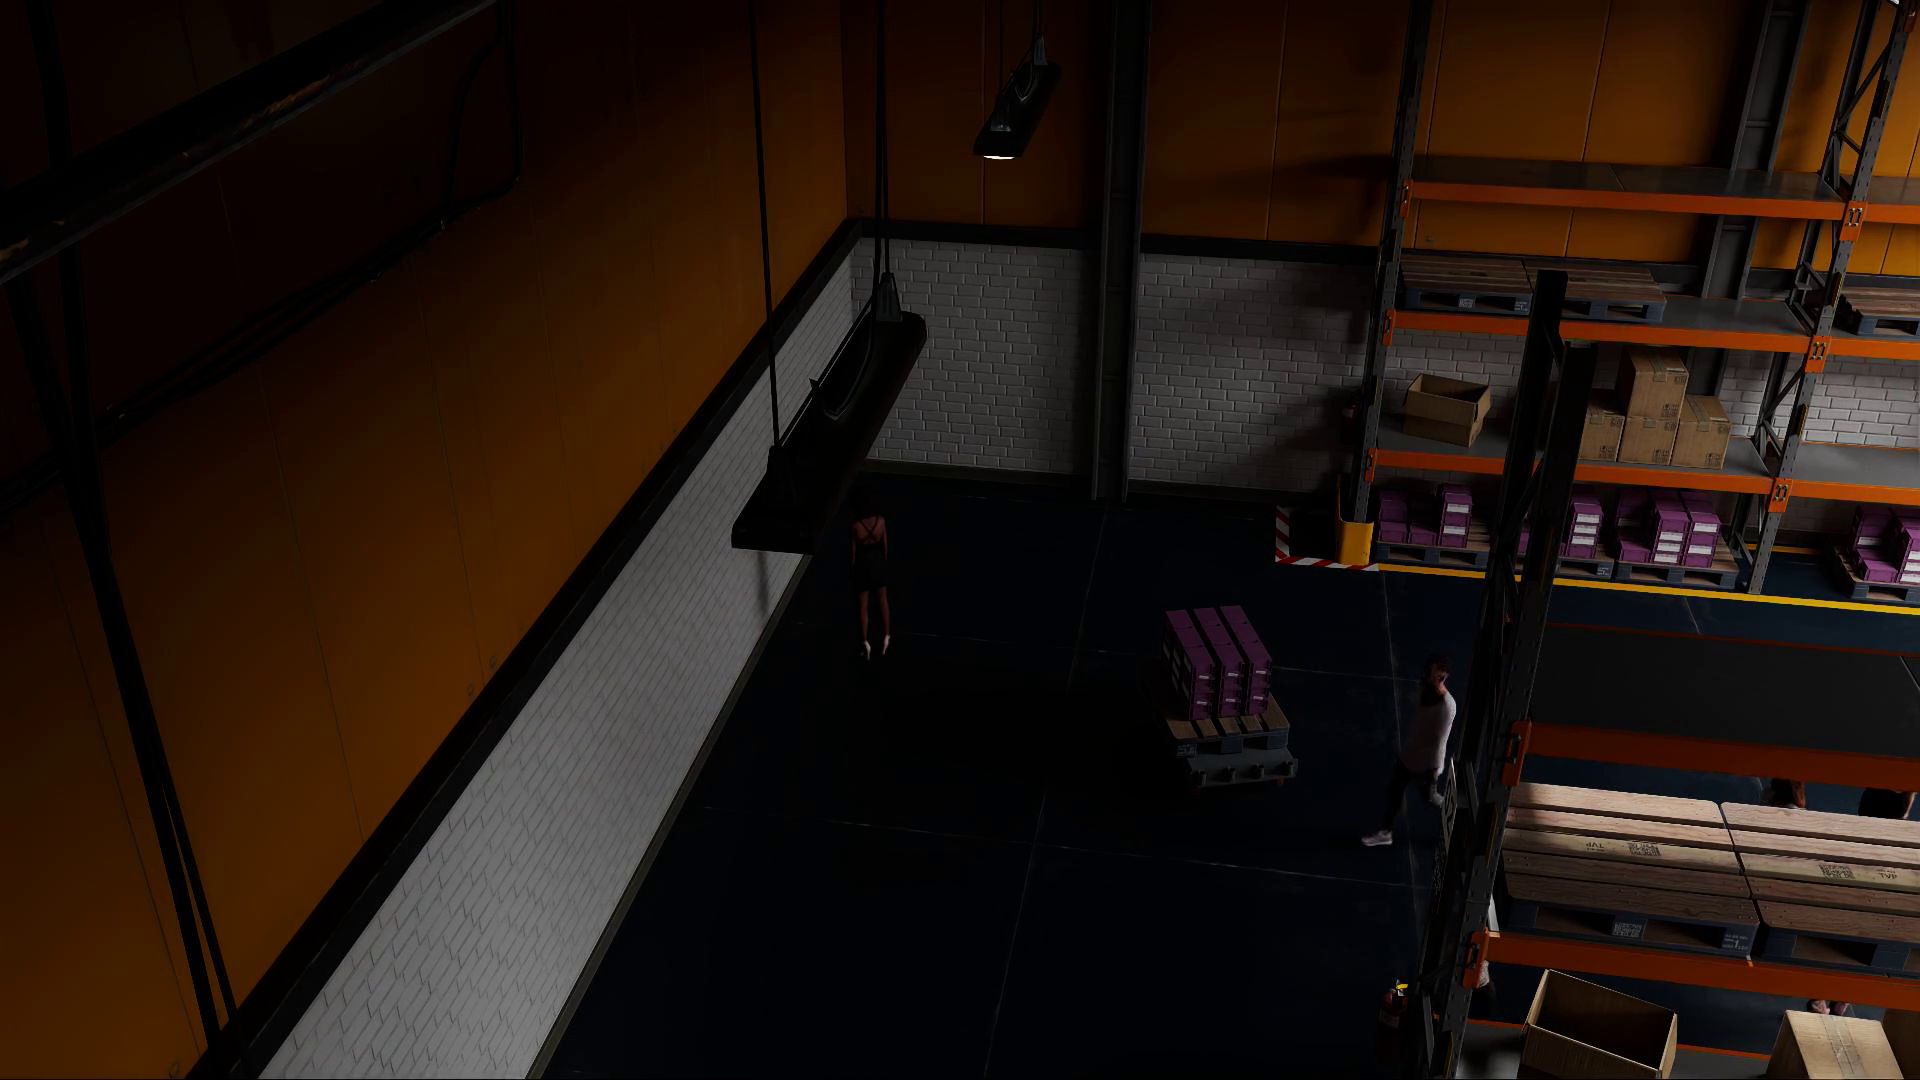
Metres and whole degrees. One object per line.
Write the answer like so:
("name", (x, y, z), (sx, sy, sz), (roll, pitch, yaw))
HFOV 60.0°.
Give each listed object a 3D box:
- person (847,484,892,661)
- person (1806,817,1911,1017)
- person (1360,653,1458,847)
("person", (-0.856, 0.299, 15.592), (0.645, 1.788, 0.724), (-13, 31, -23))
("person", (6.122, 2.624, 11.315), (0.576, 1.801, 0.648), (0, 29, -1))
("person", (3.713, 1.676, 13.044), (1.227, 1.810, 0.963), (-6, 29, -11))
